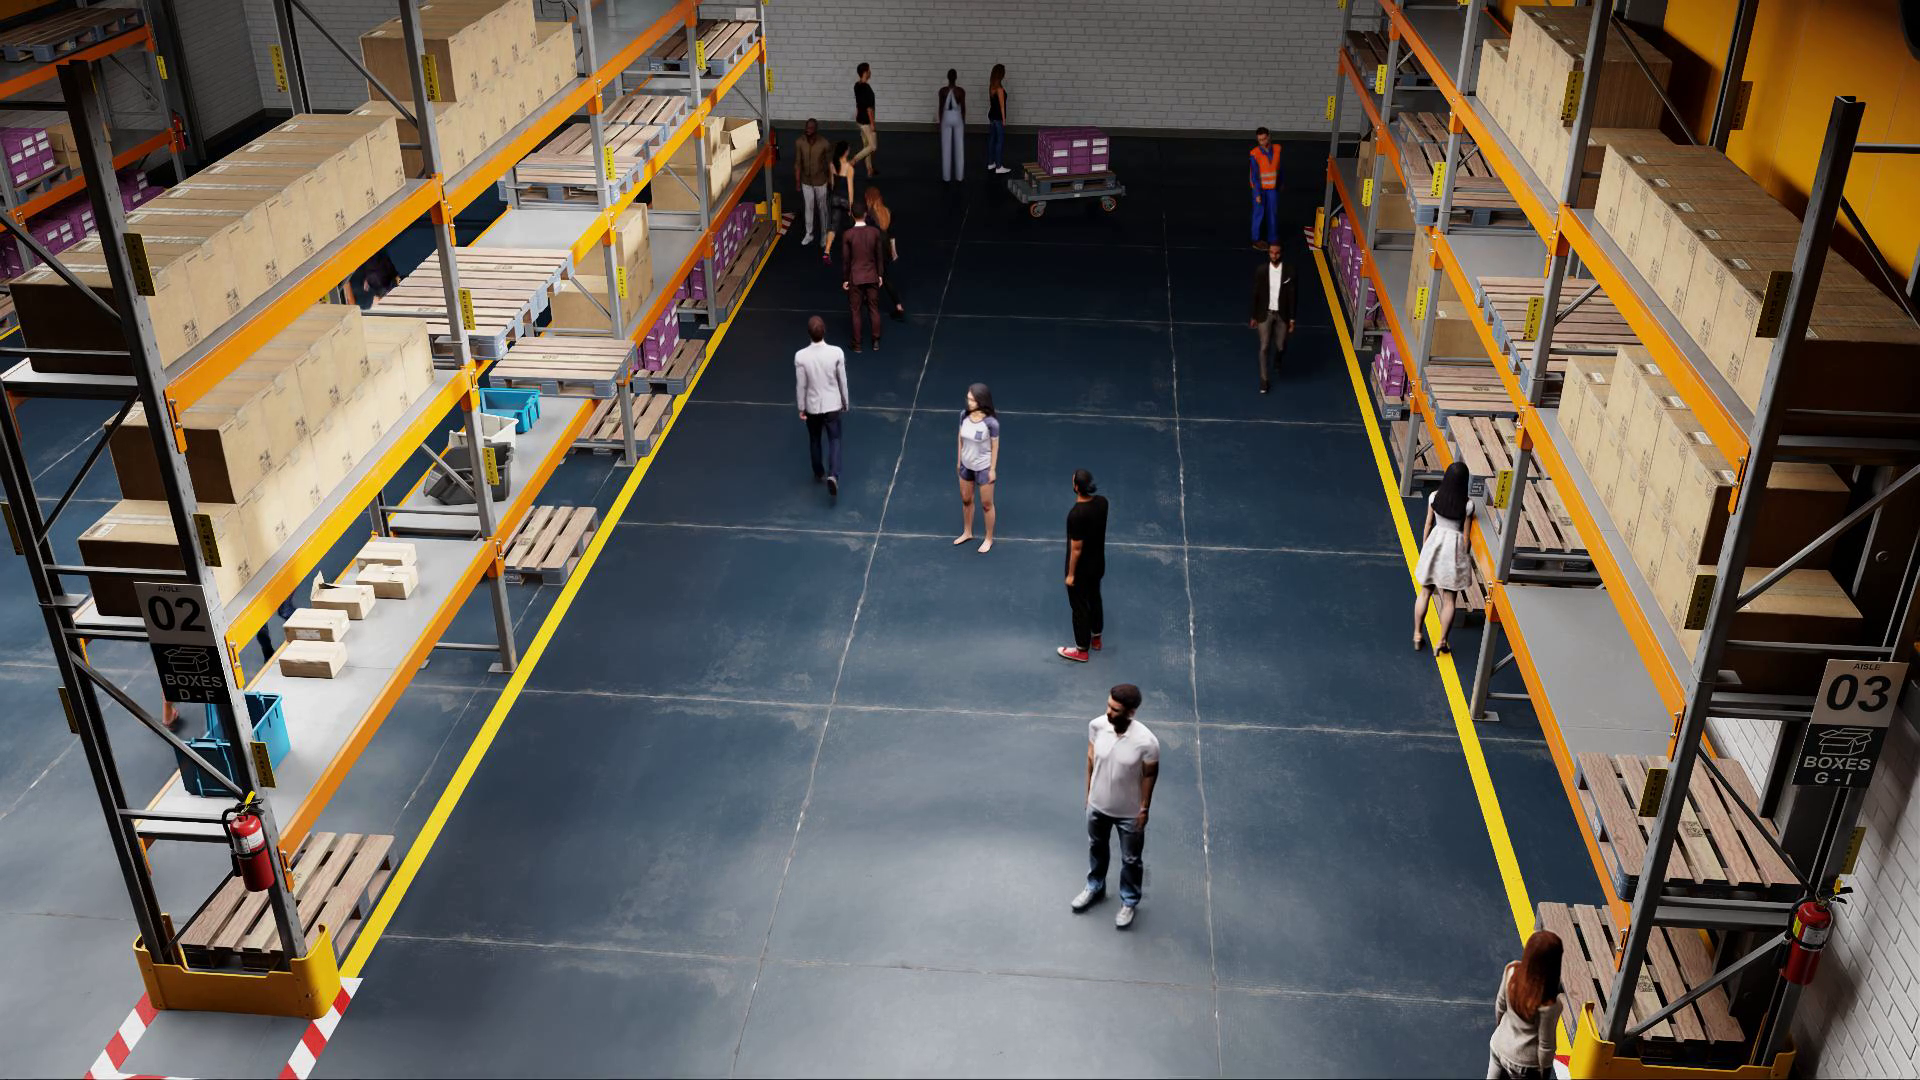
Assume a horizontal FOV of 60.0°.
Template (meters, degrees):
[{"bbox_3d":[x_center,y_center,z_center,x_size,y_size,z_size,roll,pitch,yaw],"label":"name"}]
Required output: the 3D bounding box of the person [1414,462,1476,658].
[{"bbox_3d":[4.110,0.154,14.099,0.776,1.769,0.801,19,34,31],"label":"person"}]

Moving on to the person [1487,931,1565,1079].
[{"bbox_3d":[3.090,2.851,9.213,0.738,1.713,0.632,-11,30,-19],"label":"person"}]

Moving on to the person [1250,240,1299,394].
[{"bbox_3d":[3.613,-2.596,19.120,0.762,1.789,0.865,7,29,13],"label":"person"}]

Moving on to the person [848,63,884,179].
[{"bbox_3d":[-1.570,-6.640,26.471,0.970,1.849,0.988,-12,31,-21],"label":"person"}]

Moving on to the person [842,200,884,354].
[{"bbox_3d":[-1.171,-3.178,20.110,0.763,1.863,0.745,-9,30,-16],"label":"person"}]

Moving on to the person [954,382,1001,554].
[{"bbox_3d":[0.171,-0.710,15.747,0.677,1.707,0.687,18,34,30],"label":"person"}]

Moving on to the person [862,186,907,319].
[{"bbox_3d":[-0.965,-3.620,21.121,1.104,1.669,1.188,21,35,33],"label":"person"}]

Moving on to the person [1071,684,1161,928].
[{"bbox_3d":[1.053,1.734,11.105,0.758,1.862,0.750,18,34,30],"label":"person"}]

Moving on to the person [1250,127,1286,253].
[{"bbox_3d":[4.290,-4.930,23.374,0.891,1.812,0.966,-12,31,-21],"label":"person"}]

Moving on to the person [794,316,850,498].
[{"bbox_3d":[-1.371,-1.325,16.748,0.766,1.829,1.093,-2,29,-3],"label":"person"}]

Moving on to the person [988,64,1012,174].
[{"bbox_3d":[0.606,-6.850,26.988,0.728,1.722,0.619,-13,31,-23],"label":"person"}]

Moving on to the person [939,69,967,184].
[{"bbox_3d":[-0.122,-6.589,26.445,0.600,1.784,0.524,-1,29,-3],"label":"person"}]

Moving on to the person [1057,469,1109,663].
[{"bbox_3d":[1.059,0.201,14.026,0.765,1.756,0.656,19,34,31],"label":"person"}]

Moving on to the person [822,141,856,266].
[{"bbox_3d":[-1.682,-4.611,22.914,0.894,1.692,1.183,15,32,25],"label":"person"}]

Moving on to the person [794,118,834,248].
[{"bbox_3d":[-2.069,-5.118,23.706,0.758,1.825,0.609,7,29,12],"label":"person"}]
